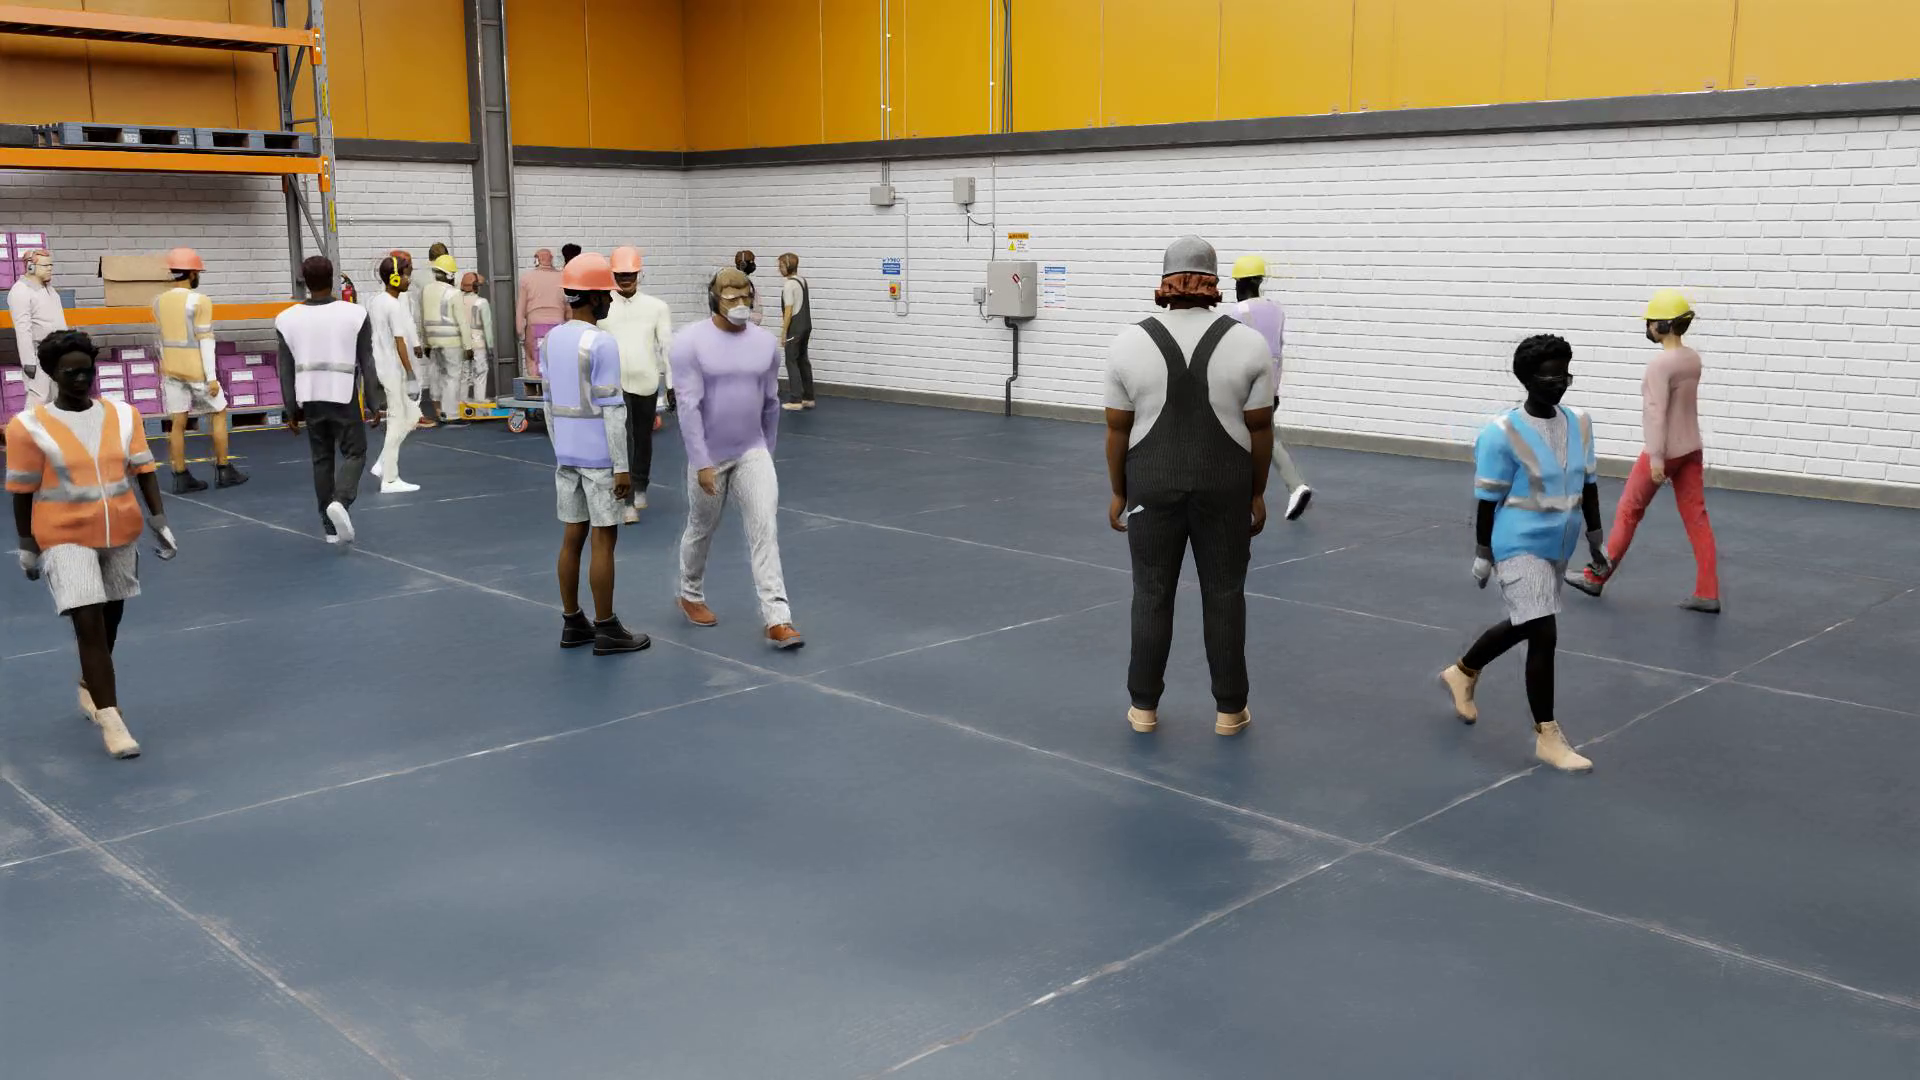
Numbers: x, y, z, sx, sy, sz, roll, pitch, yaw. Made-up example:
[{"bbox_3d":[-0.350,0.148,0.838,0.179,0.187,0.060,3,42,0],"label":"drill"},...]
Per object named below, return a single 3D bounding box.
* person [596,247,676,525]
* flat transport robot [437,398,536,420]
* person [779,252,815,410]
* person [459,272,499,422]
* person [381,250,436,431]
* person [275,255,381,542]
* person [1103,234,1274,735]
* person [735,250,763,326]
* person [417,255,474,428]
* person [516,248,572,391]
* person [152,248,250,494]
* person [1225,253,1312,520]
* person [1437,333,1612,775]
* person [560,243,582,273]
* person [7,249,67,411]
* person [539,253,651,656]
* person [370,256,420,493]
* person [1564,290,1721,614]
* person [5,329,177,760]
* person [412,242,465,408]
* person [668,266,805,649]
[{"bbox_3d":[-2.362,-1.130,11.984,0.633,1.947,1.015,-3,11,-14],"label":"person"},{"bbox_3d":[-4.971,-1.446,18.257,1.431,0.197,0.652,-4,11,-22],"label":"flat transport robot"},{"bbox_3d":[-1.908,-2.423,19.347,0.352,1.831,0.526,4,11,20],"label":"person"},{"bbox_3d":[-5.280,-2.082,18.027,0.541,1.627,0.325,5,12,27],"label":"person"},{"bbox_3d":[-5.686,-2.055,17.215,0.659,1.866,0.596,-5,12,-27],"label":"person"},{"bbox_3d":[-4.108,-0.896,10.821,0.605,1.898,0.651,-1,10,-8],"label":"person"},{"bbox_3d":[0.929,-0.226,6.778,0.674,2.000,0.535,2,11,10],"label":"person"},{"bbox_3d":[-2.586,-2.558,20.036,0.430,1.844,0.624,-2,11,-8],"label":"person"},{"bbox_3d":[-5.372,-2.082,17.501,0.629,1.815,0.465,6,12,29],"label":"person"},{"bbox_3d":[-4.734,-2.375,18.963,0.673,1.866,0.607,-5,11,-24],"label":"person"},{"bbox_3d":[-6.034,-1.348,13.231,0.571,1.913,0.779,3,11,15],"label":"person"},{"bbox_3d":[2.149,-1.096,11.923,0.601,1.903,0.870,-8,13,-36],"label":"person"},{"bbox_3d":[2.180,0.013,6.507,0.531,1.662,0.820,-6,12,-30],"label":"person"},{"bbox_3d":[-4.536,-2.499,19.451,0.522,1.931,0.671,9,14,41],"label":"person"},{"bbox_3d":[-8.276,-1.666,15.037,0.401,1.900,0.636,-1,10,-4],"label":"person"},{"bbox_3d":[-1.775,-0.409,8.059,0.548,1.937,0.358,9,14,40],"label":"person"},{"bbox_3d":[-4.433,-1.288,13.066,0.416,1.852,0.565,-7,12,-33],"label":"person"},{"bbox_3d":[3.784,-0.485,9.060,0.531,1.725,0.898,-8,13,-36],"label":"person"},{"bbox_3d":[-3.449,-0.006,6.617,0.783,1.657,0.541,8,13,37],"label":"person"},{"bbox_3d":[-6.065,-2.503,19.471,0.629,1.940,0.379,0,10,2],"label":"person"},{"bbox_3d":[-1.161,-0.421,8.316,0.616,1.884,1.065,-6,12,-31],"label":"person"}]
